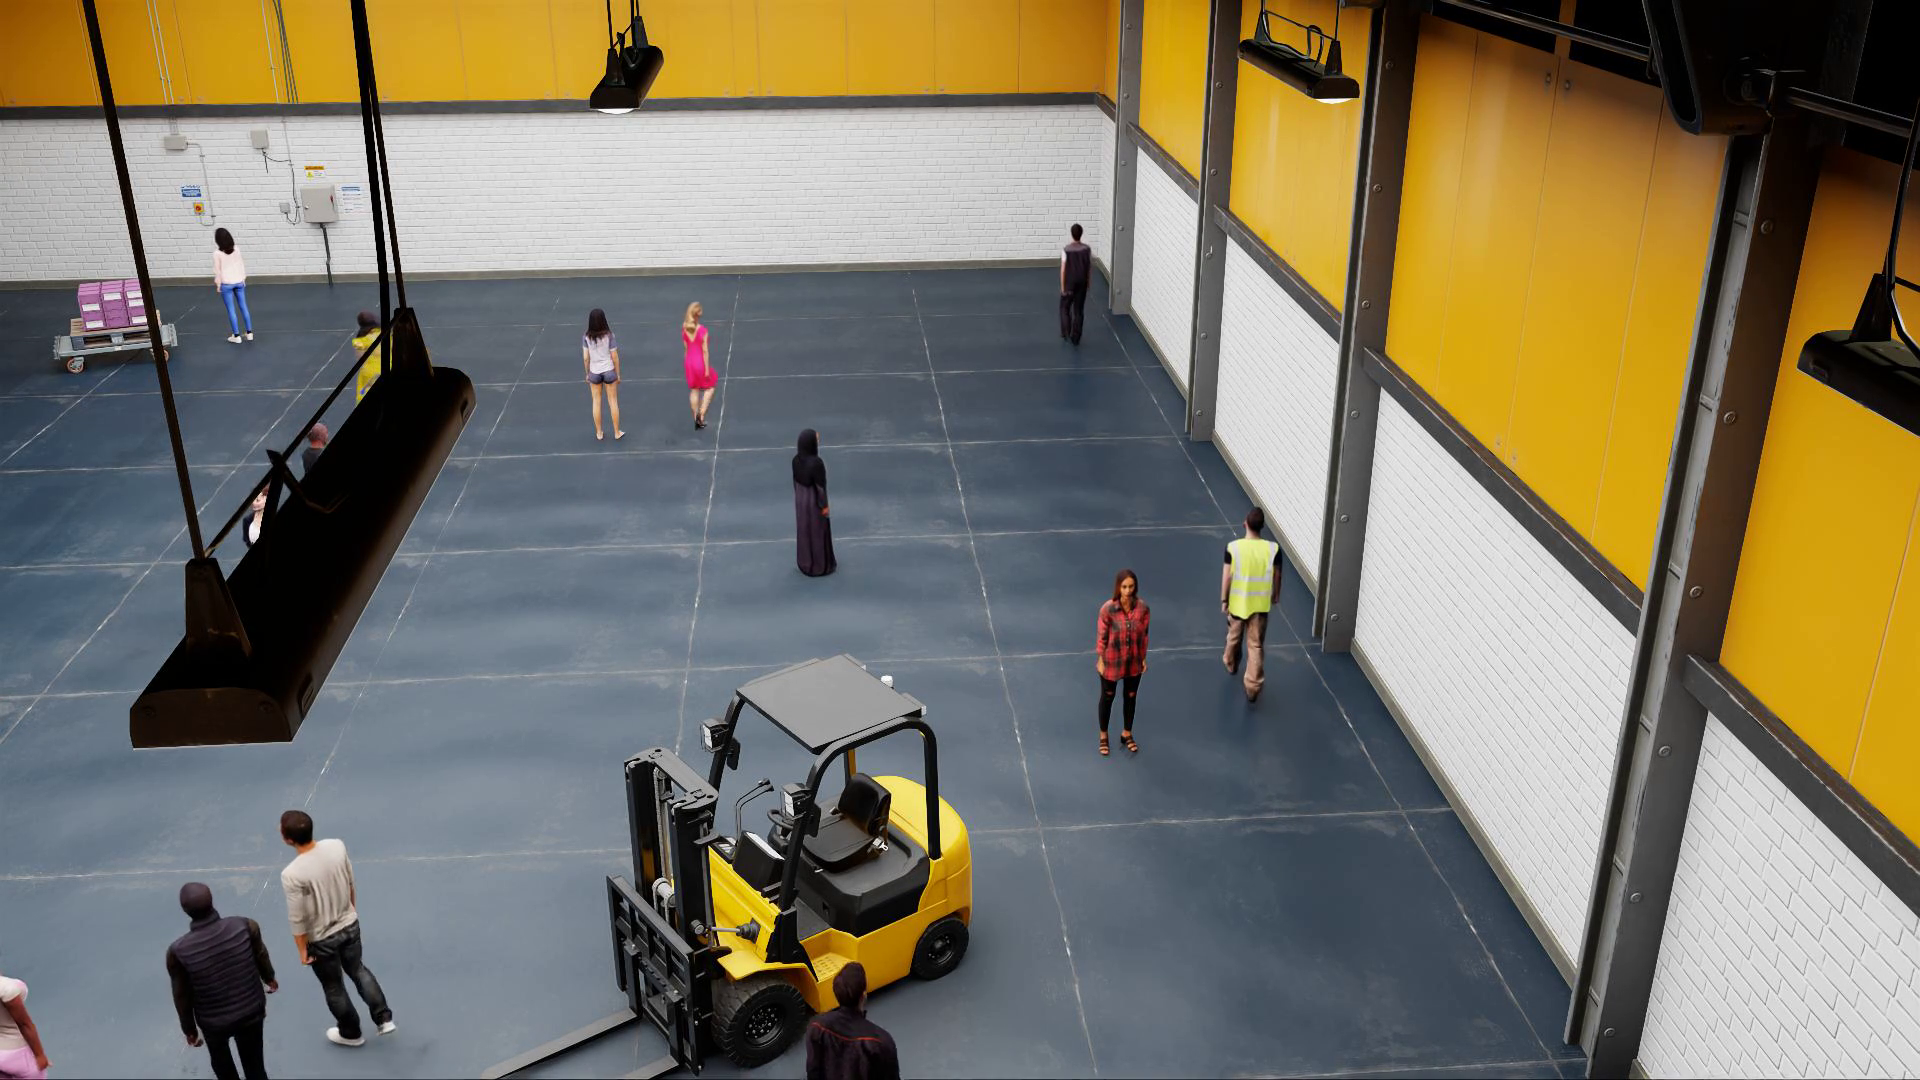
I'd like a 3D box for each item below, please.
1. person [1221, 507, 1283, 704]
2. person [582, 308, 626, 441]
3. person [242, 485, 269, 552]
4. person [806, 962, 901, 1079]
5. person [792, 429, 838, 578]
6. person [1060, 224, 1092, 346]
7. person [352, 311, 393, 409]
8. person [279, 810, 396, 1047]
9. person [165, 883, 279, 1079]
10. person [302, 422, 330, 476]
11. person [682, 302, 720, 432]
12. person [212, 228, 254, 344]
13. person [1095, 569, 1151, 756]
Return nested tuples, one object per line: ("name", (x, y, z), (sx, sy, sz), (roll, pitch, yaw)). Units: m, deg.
("person", (2.633, 0.613, 15.095), (0.812, 1.802, 1.192), (1, 24, 2))
("person", (-4.627, -2.151, 21.504), (0.588, 1.733, 0.487), (-1, 24, -3))
("person", (-6.639, 0.238, 16.091), (0.689, 1.691, 0.750), (2, 24, 4))
("person", (-0.586, 3.202, 9.082), (1.140, 1.874, 1.311), (13, 27, 27))
("person", (-1.584, -0.412, 17.674), (0.706, 1.614, 0.774), (21, 31, 40))
("person", (1.779, -3.865, 25.300), (0.658, 1.833, 0.654), (-3, 24, -7))
("person", (-7.593, -2.188, 21.685), (0.985, 1.657, 1.019), (-21, 31, -39))
("person", (-3.991, 2.538, 10.709), (0.937, 1.788, 0.884), (15, 28, 31))
("person", (-4.331, 2.879, 9.904), (0.945, 1.809, 1.052), (-11, 26, -24))
("person", (-6.665, -0.324, 17.256), (0.816, 1.788, 0.883), (21, 31, 40))
("person", (-3.481, -2.244, 21.737), (0.699, 1.717, 0.744), (13, 27, 28))
("person", (-11.155, -3.907, 25.482), (0.770, 1.766, 0.719), (20, 30, 38))
("person", (1.387, 1.035, 14.254), (0.628, 1.703, 0.576), (-4, 24, -10))
